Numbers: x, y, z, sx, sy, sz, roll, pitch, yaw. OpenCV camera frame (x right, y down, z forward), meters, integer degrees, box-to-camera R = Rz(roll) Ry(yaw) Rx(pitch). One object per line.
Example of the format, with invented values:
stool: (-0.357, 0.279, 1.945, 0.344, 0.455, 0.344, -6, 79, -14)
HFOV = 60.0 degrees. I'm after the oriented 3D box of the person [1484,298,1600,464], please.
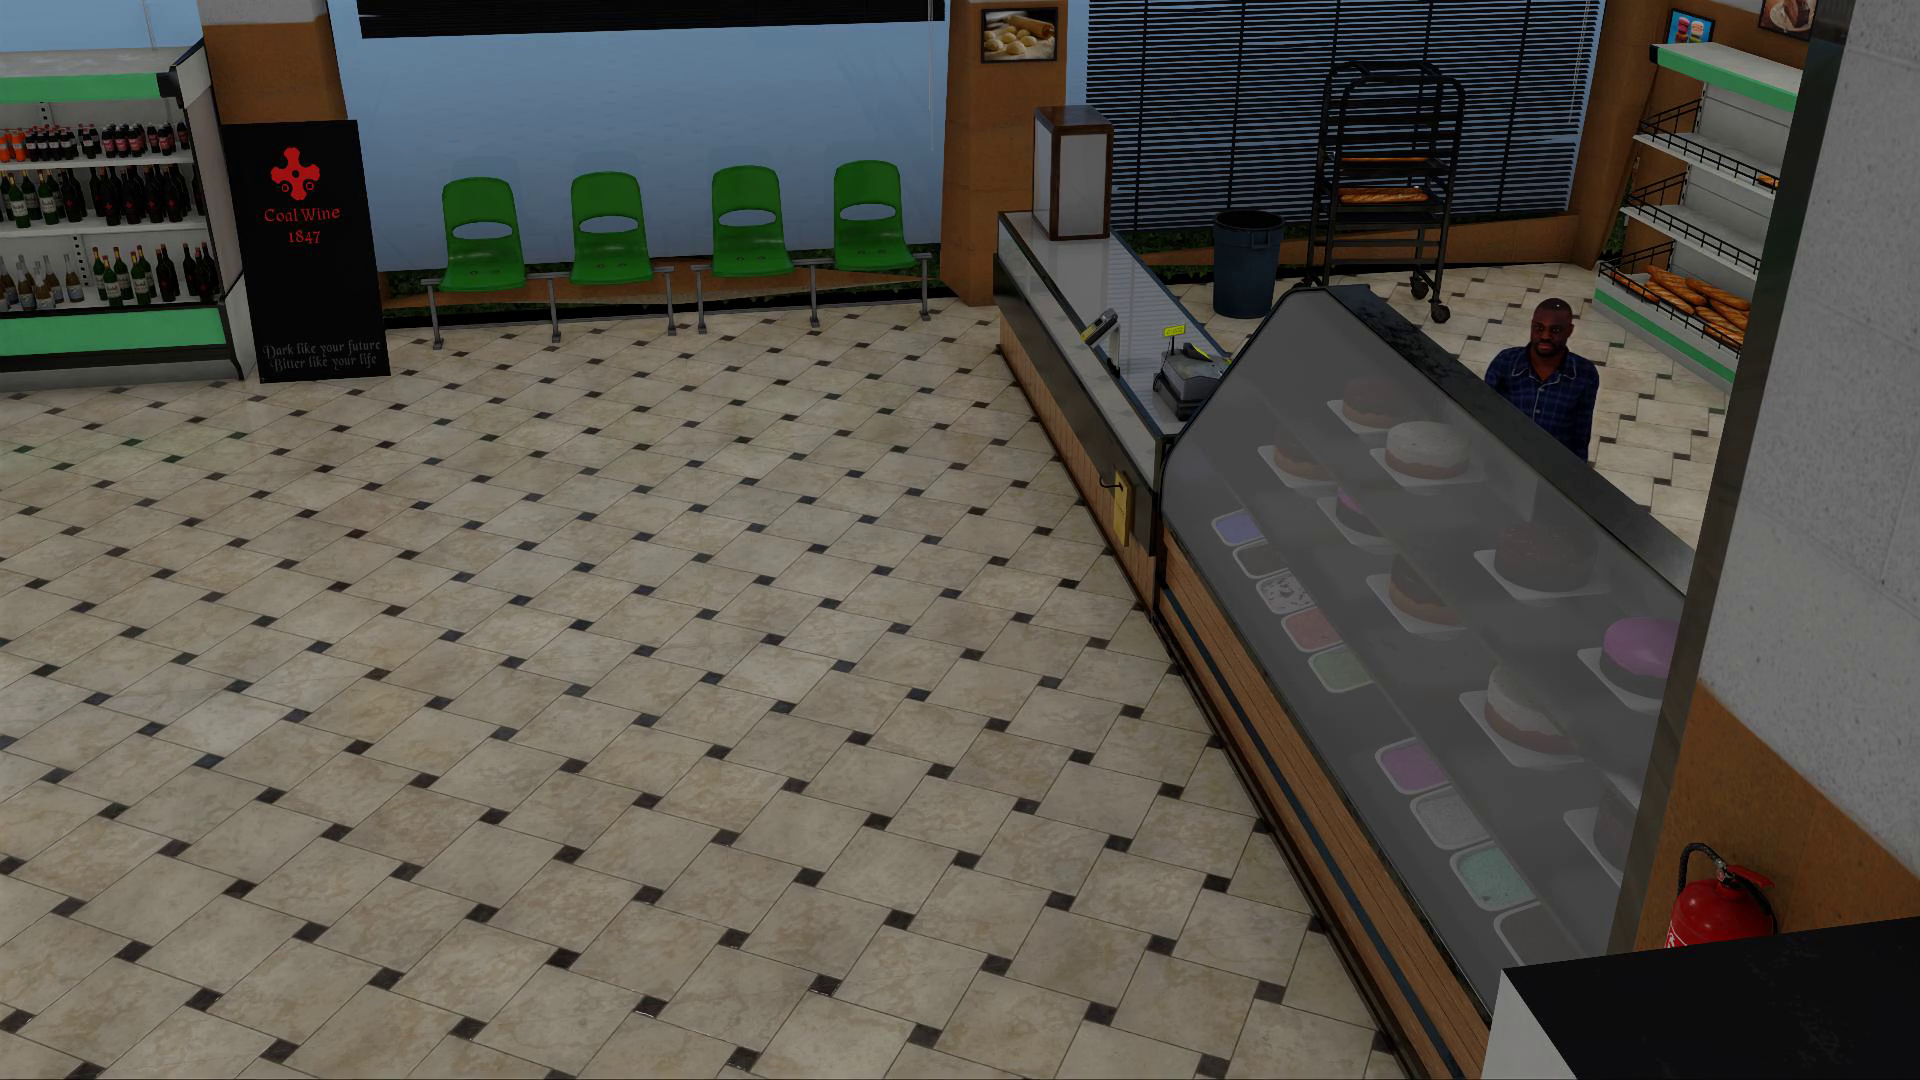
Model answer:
person: (2.575, -0.233, 7.587, 0.731, 1.824, 0.841, 9, 28, 18)
